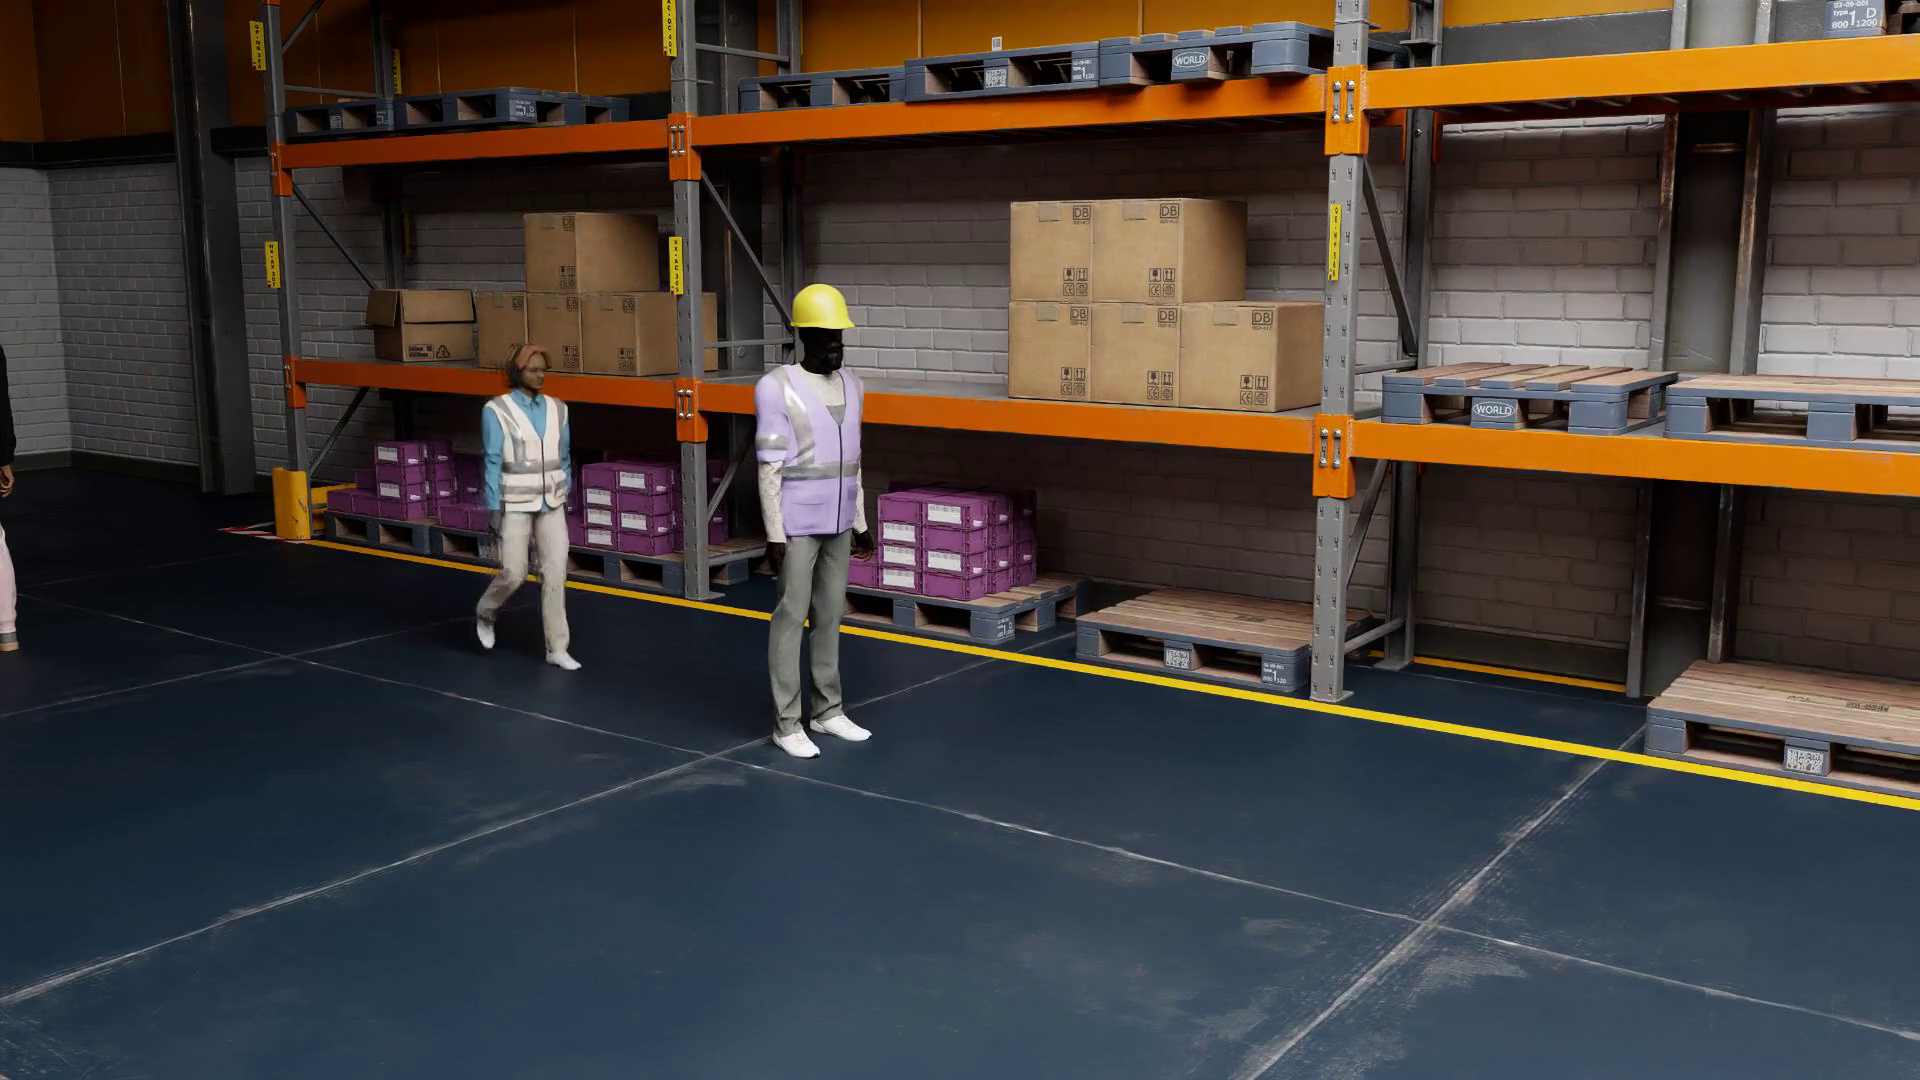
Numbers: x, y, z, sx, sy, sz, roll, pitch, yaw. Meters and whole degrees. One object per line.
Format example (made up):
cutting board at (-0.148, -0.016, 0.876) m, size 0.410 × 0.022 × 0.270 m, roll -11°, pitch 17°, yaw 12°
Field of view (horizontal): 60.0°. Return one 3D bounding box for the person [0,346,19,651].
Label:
person at (-5.126, -0.382, 8.452) m, size 0.389 × 1.990 × 0.625 m, roll 5°, pitch 11°, yaw 30°

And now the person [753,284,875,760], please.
person at (-0.583, -0.082, 6.864) m, size 0.373 × 1.928 × 0.584 m, roll 8°, pitch 12°, yaw 39°

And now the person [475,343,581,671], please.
person at (-2.168, -0.170, 8.278) m, size 0.611 × 1.621 × 0.524 m, roll 9°, pitch 13°, yaw 41°
